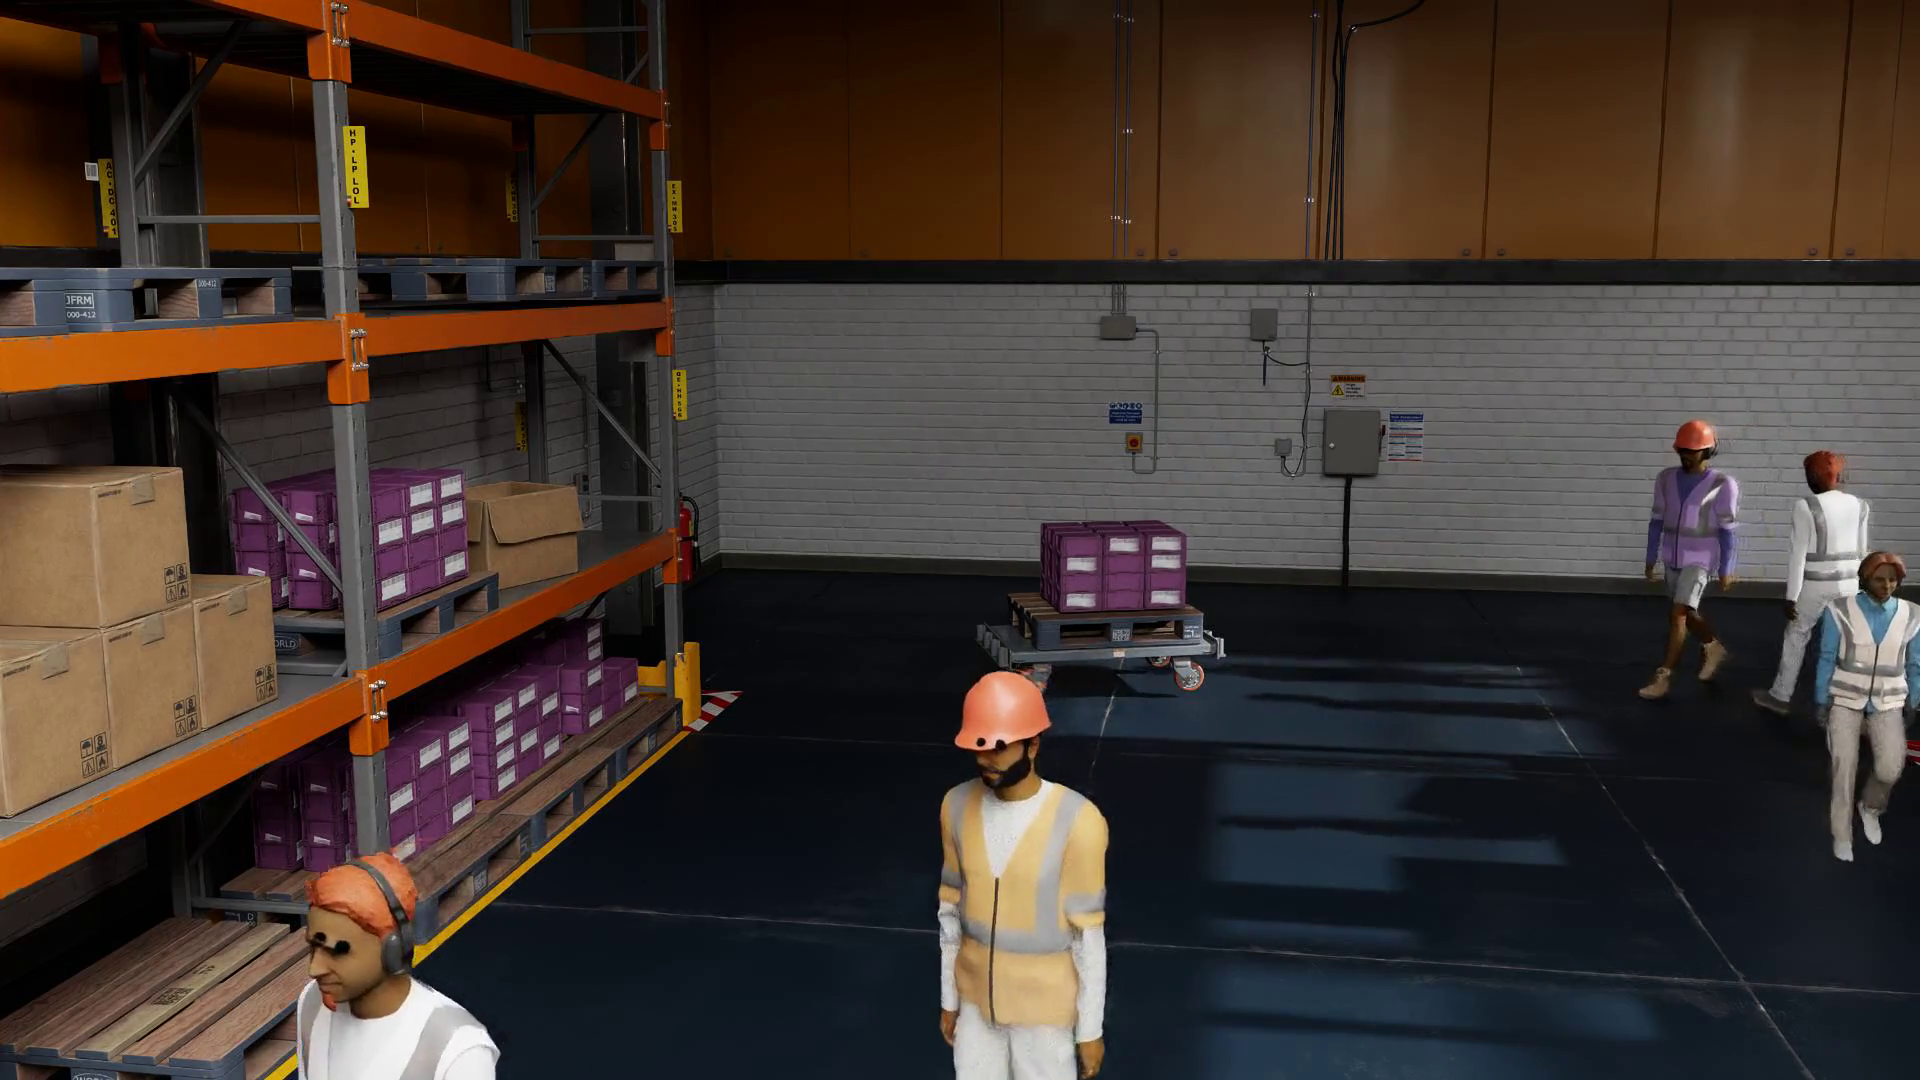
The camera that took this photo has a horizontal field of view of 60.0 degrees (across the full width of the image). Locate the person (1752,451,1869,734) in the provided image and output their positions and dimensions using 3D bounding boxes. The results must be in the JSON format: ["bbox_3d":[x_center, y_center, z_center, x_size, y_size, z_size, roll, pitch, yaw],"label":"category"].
[{"bbox_3d":[5.747,0.320,11.128,0.695,1.830,0.946,-2,9,-12],"label":"person"}]

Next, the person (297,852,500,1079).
[{"bbox_3d":[-1.212,1.557,3.445,0.578,1.870,0.493,8,12,40],"label":"person"}]

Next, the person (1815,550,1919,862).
[{"bbox_3d":[4.655,0.851,8.540,0.514,1.627,0.380,3,10,17],"label":"person"}]

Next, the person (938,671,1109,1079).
[{"bbox_3d":[0.195,1.301,4.847,0.556,1.917,0.601,6,11,33],"label":"person"}]

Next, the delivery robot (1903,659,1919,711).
[{"bbox_3d":[6.377,0.927,11.062,0.707,0.478,0.477,3,10,19],"label":"delivery robot"}]

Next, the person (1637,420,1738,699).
[{"bbox_3d":[5.285,0.113,11.958,1.021,2.002,0.621,-6,11,-33],"label":"person"}]
